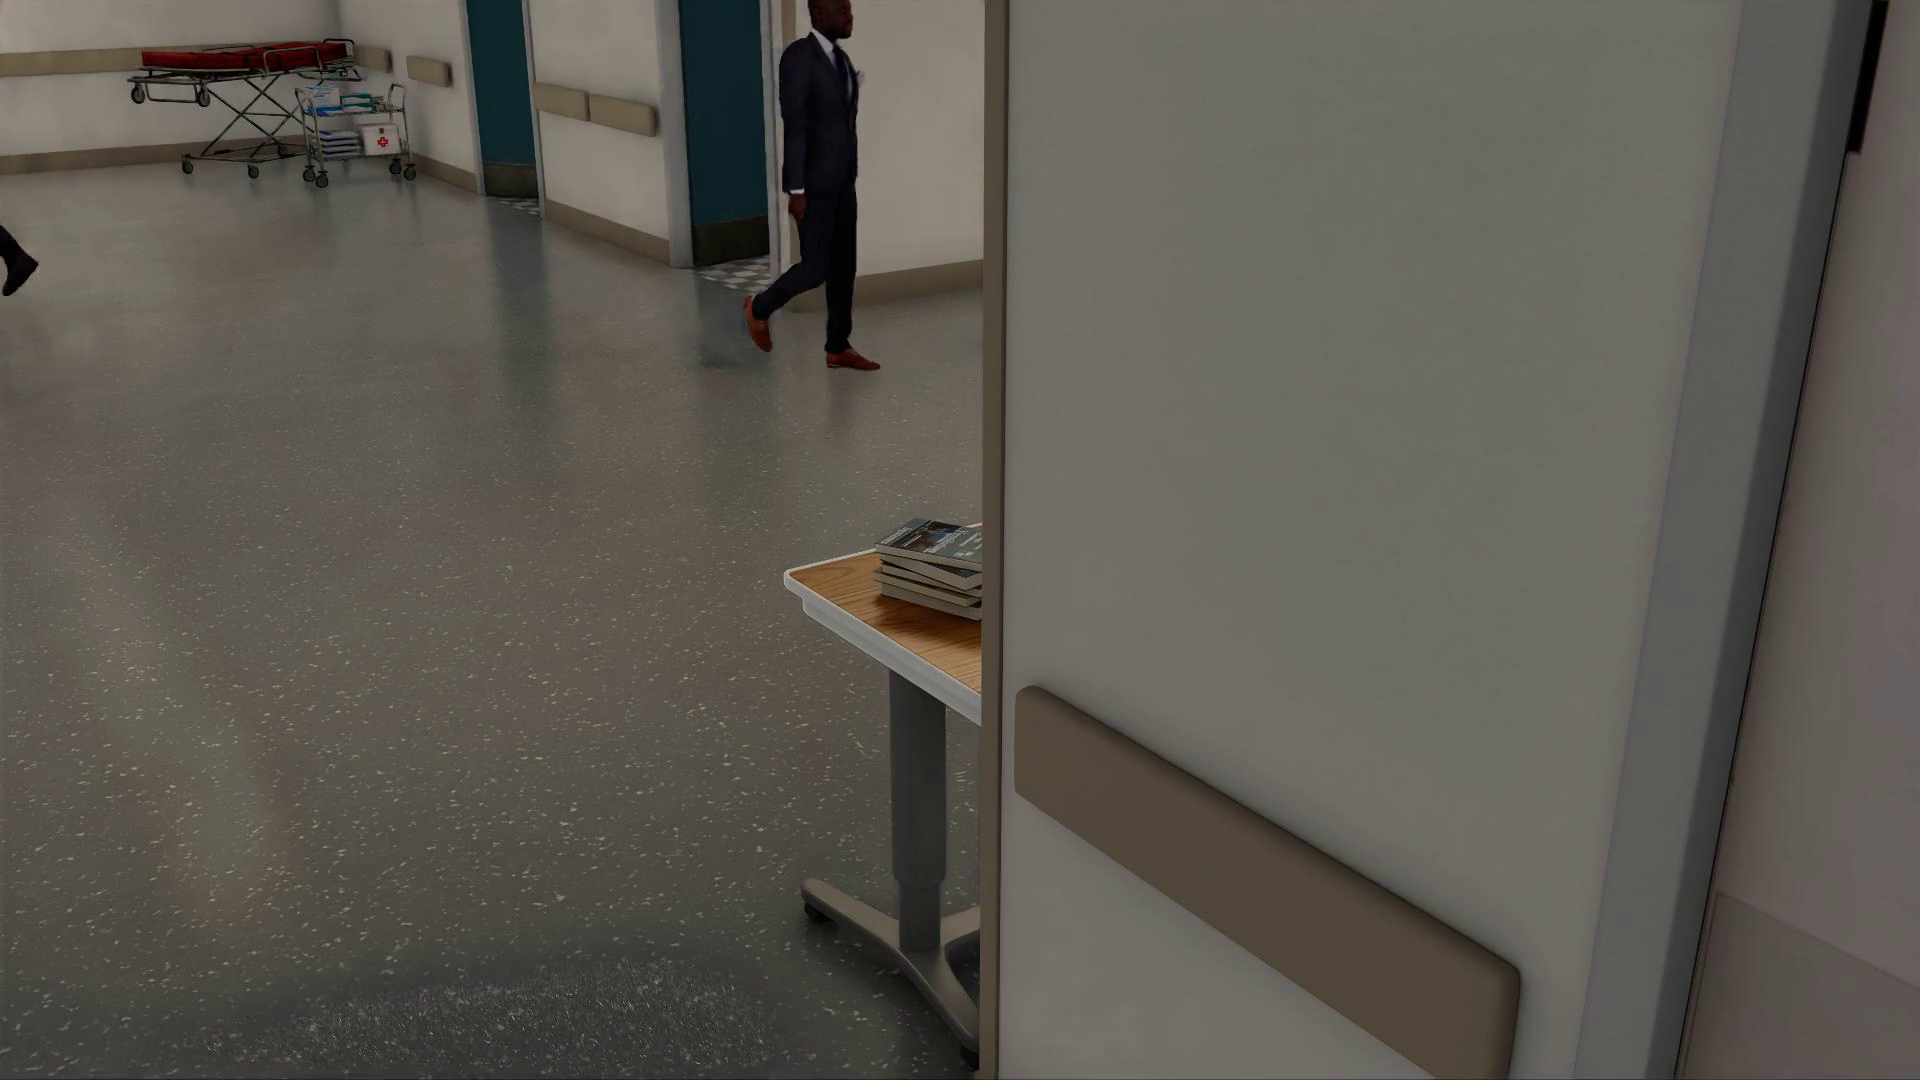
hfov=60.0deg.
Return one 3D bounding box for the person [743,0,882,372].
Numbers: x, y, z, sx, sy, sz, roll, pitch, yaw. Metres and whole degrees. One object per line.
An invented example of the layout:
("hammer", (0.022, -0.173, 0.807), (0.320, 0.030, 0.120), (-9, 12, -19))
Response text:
("person", (-0.722, -1.689, 7.907), (1.067, 1.808, 0.955), (9, 23, 23))
